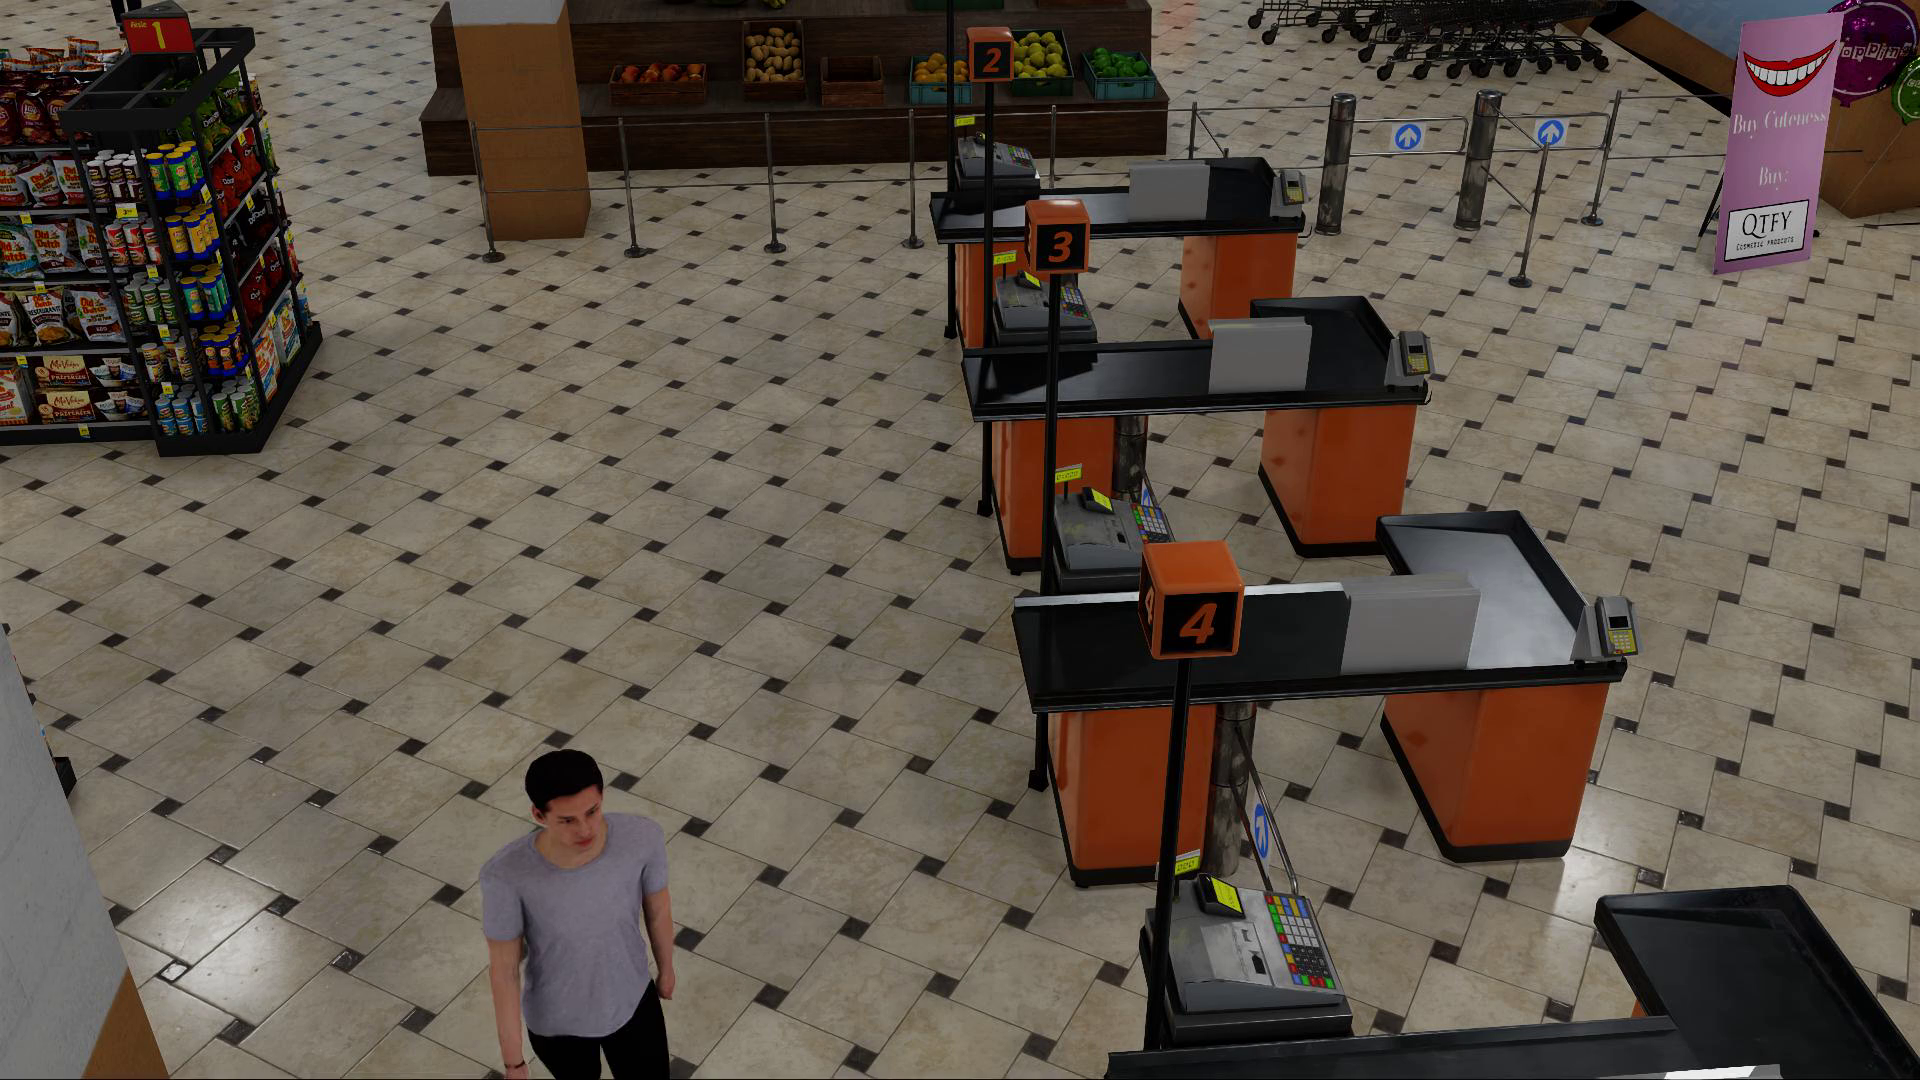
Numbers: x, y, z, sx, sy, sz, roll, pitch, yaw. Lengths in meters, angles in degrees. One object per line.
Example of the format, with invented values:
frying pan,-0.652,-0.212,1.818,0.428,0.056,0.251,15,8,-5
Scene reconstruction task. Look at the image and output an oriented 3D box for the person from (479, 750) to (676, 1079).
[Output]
person,-1.096,1.292,4.847,1.061,1.836,0.933,-10,33,-16
